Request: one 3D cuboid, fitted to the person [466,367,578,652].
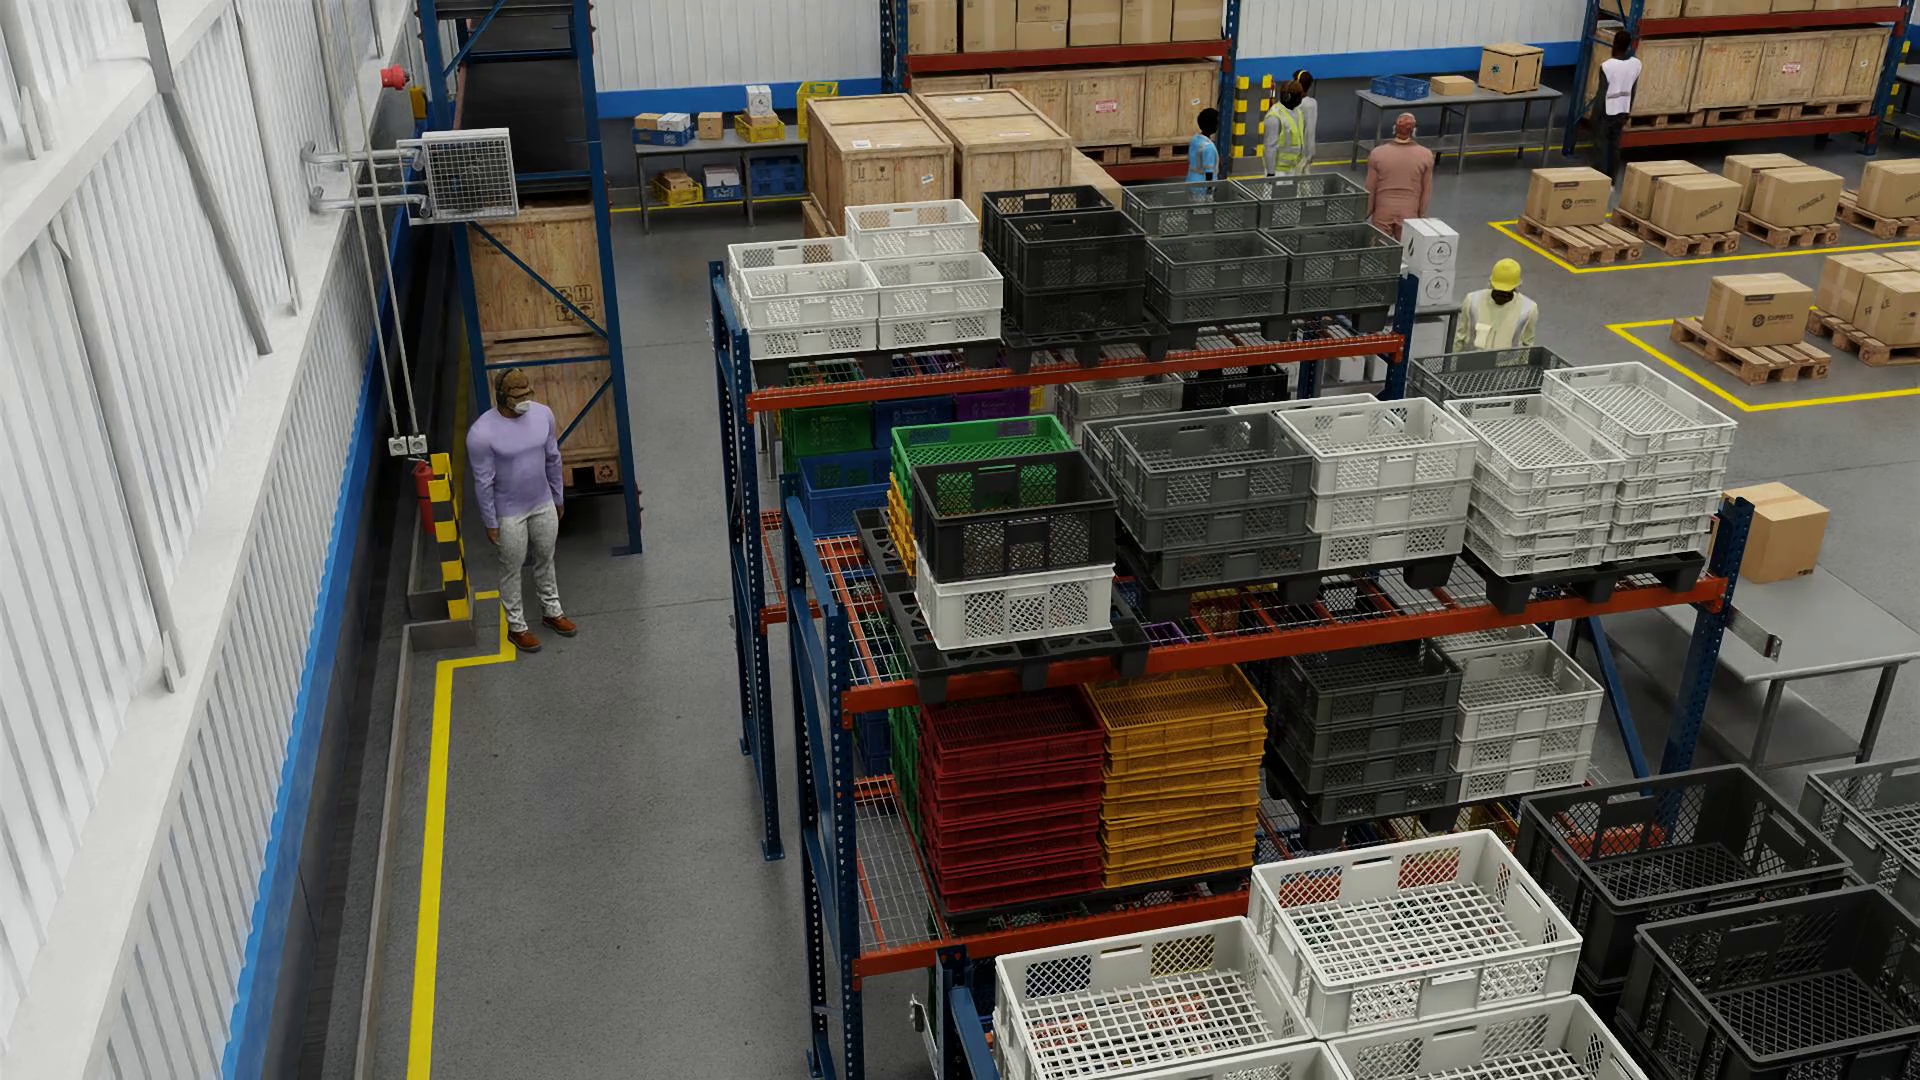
[{"bbox_3d":[-2.793,-0.210,10.652,0.375,1.933,0.625,23,35,36],"label":"person"}]

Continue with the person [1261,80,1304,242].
[{"bbox_3d":[3.510,-4.085,18.111,0.431,1.835,0.623,20,34,33],"label":"person"}]

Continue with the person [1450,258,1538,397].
[{"bbox_3d":[4.083,-1.305,12.840,0.588,1.823,0.403,9,29,17],"label":"person"}]

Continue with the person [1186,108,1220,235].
[{"bbox_3d":[2.549,-3.697,17.511,0.317,1.695,0.540,-6,28,-11],"label":"person"}]

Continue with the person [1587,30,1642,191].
[{"bbox_3d":[7.851,-5.139,20.014,0.597,1.916,0.371,-11,30,-21],"label":"person"}]

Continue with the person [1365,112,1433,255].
[{"bbox_3d":[4.311,-3.263,16.465,0.638,1.910,0.402,7,29,13],"label":"person"}]
